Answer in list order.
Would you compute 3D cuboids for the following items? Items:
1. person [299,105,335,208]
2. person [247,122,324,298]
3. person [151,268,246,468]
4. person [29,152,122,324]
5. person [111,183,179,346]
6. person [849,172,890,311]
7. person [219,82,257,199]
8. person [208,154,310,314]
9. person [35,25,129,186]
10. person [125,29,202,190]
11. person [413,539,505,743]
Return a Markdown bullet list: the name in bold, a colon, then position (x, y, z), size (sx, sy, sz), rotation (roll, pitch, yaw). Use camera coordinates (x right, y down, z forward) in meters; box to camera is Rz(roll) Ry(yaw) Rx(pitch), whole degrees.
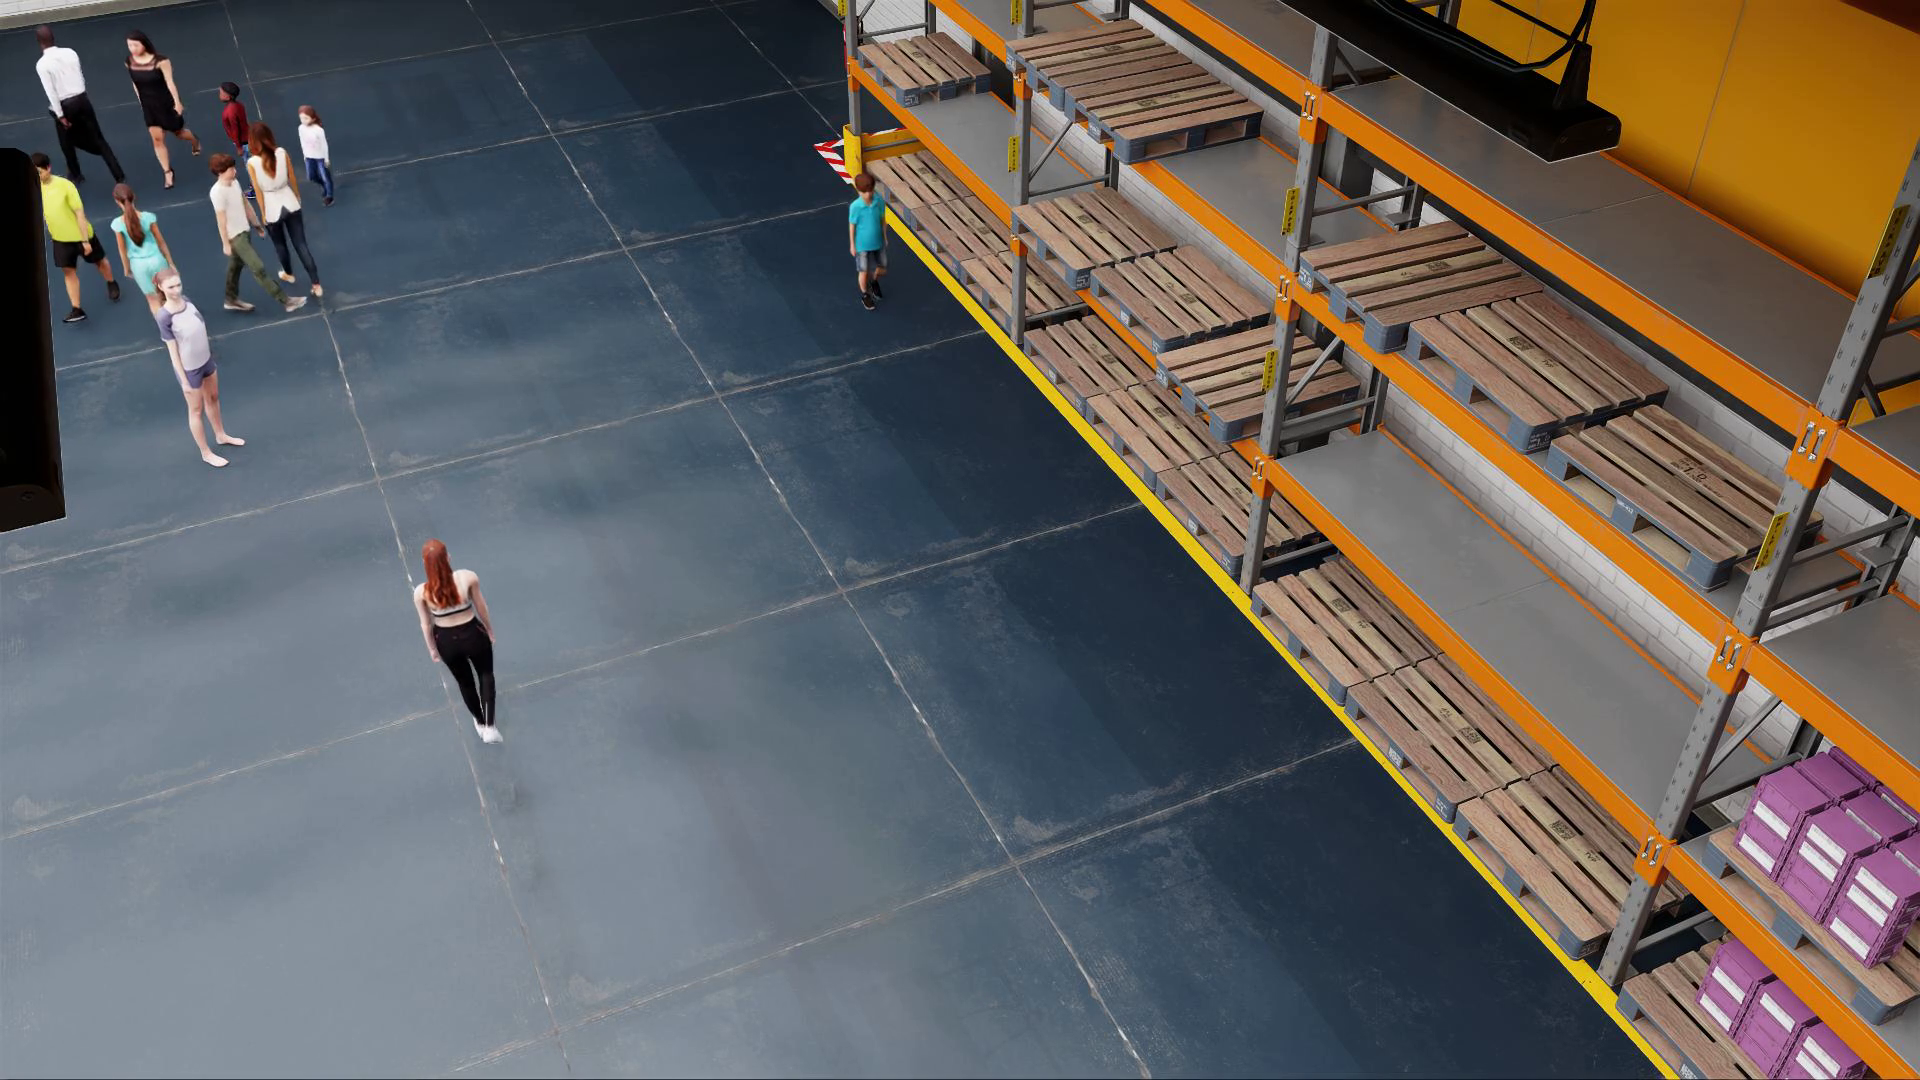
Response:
- **person**: position (-6.788, -4.098, 17.604), size (0.571, 1.108, 0.630), rotation (8, 39, 10)
- **person**: position (-6.414, -3.103, 15.841), size (0.787, 1.753, 1.081), rotation (-27, 46, -30)
- **person**: position (-6.349, -1.458, 13.772), size (0.733, 1.765, 0.651), rotation (8, 39, 10)
- **person**: position (-8.359, -2.935, 15.713), size (0.965, 1.651, 1.190), rotation (-1, 39, -1)
- **person**: position (-7.422, -2.494, 15.263), size (0.639, 1.523, 0.814), rotation (-23, 44, -26)
- **person**: position (-0.881, -2.879, 15.819), size (0.542, 1.432, 0.616), rotation (-17, 42, -20)
- **person**: position (-7.624, -4.284, 17.720), size (0.613, 1.253, 0.507), rotation (-4, 39, -5)
- **person**: position (-6.862, -2.843, 15.626), size (0.978, 1.616, 1.119), rotation (1, 39, 2)
- **person**: position (-9.267, -4.489, 17.554), size (1.330, 1.782, 0.988), rotation (27, 46, 30)
- **person**: position (-8.546, -4.676, 17.862), size (0.965, 1.689, 1.147), rotation (2, 39, 2)
- **person**: position (-3.290, 0.740, 11.045), size (0.620, 1.733, 0.822), rotation (-13, 40, -16)
